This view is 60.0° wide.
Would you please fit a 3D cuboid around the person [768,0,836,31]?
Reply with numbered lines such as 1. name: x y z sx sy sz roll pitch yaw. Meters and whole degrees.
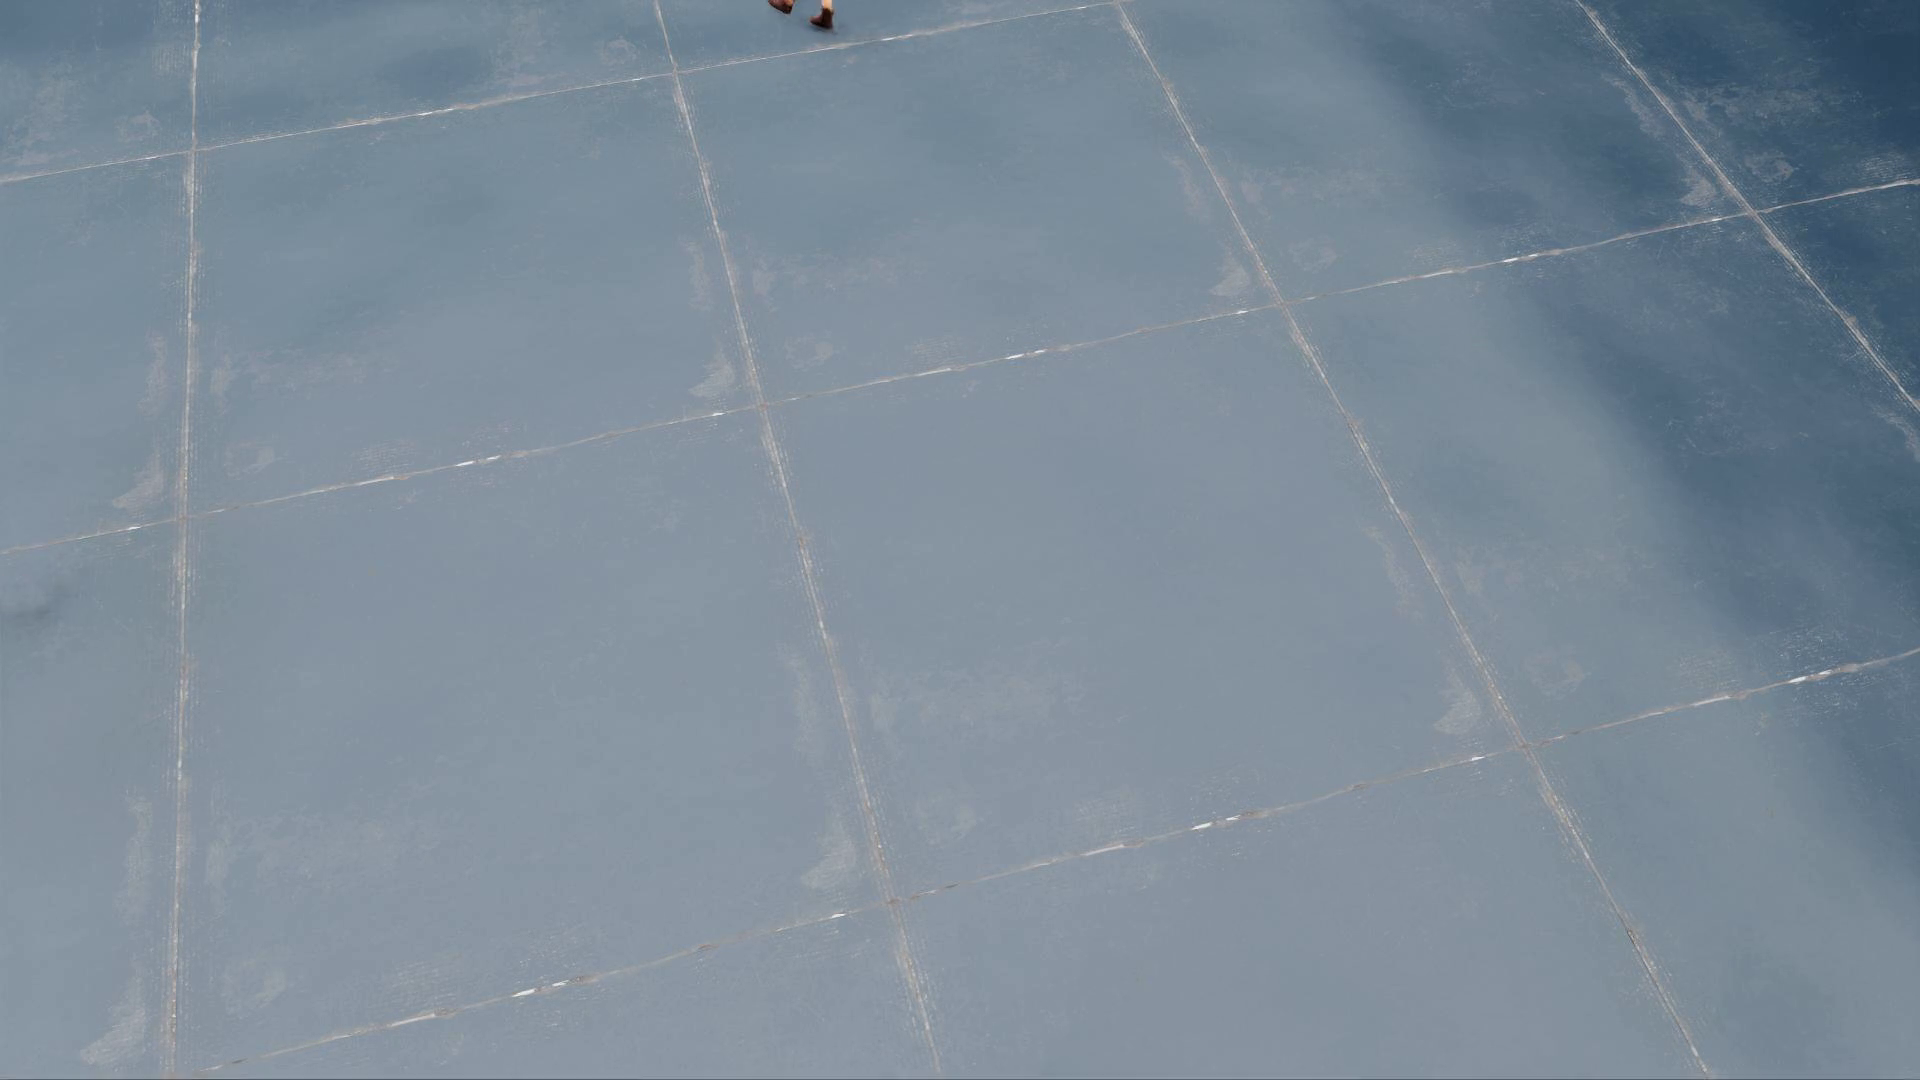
1. person: -0.929 -3.722 10.647 0.748 1.002 0.691 24 56 17
